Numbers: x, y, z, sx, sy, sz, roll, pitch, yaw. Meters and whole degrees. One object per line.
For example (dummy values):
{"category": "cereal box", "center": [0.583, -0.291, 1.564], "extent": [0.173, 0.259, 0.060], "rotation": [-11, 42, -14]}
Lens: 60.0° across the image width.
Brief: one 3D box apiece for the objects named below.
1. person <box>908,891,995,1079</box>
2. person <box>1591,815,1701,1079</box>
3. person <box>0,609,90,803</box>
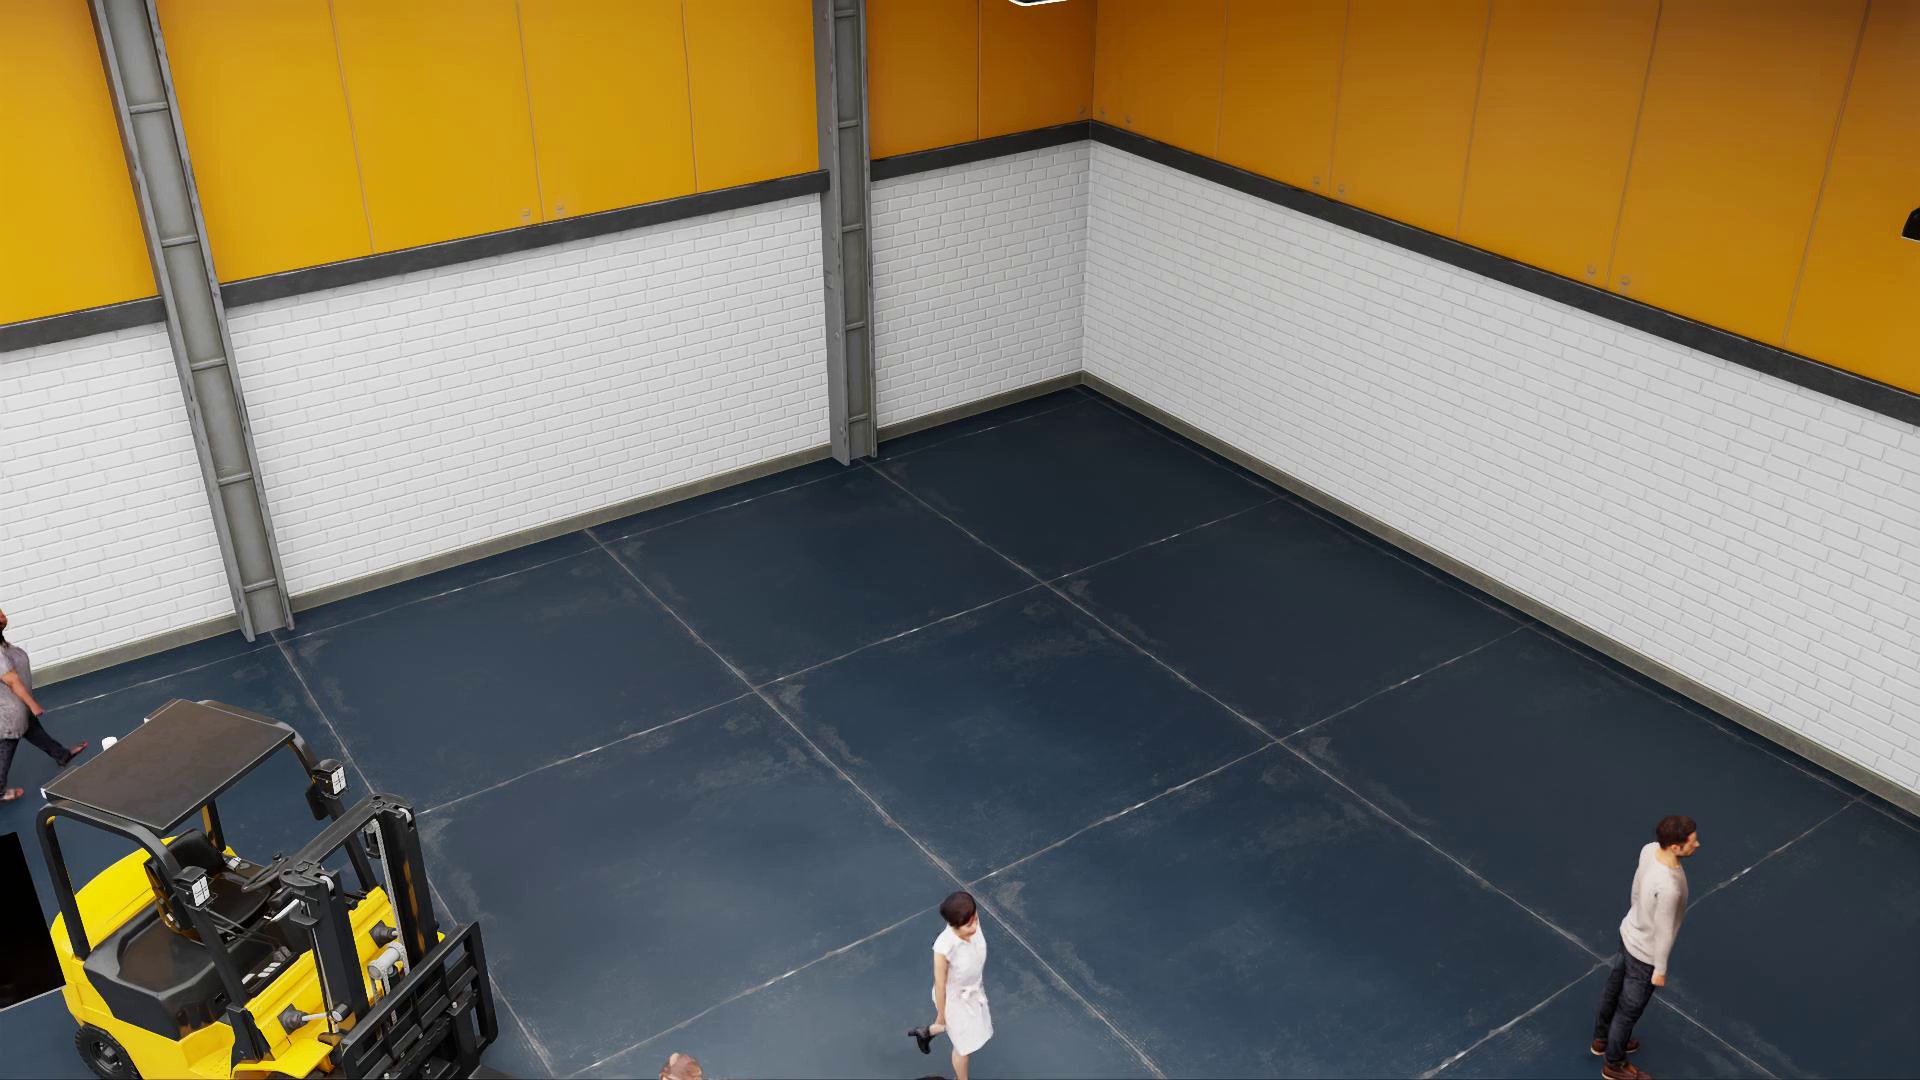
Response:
{"category": "person", "center": [-0.068, 2.585, 9.521], "extent": [0.834, 1.535, 0.832], "rotation": [14, 32, 24]}
{"category": "person", "center": [3.957, 2.339, 9.628], "extent": [0.781, 1.865, 0.739], "rotation": [3, 29, 5]}
{"category": "person", "center": [-6.982, 1.202, 12.023], "extent": [0.783, 1.569, 1.095], "rotation": [24, 37, 37]}
